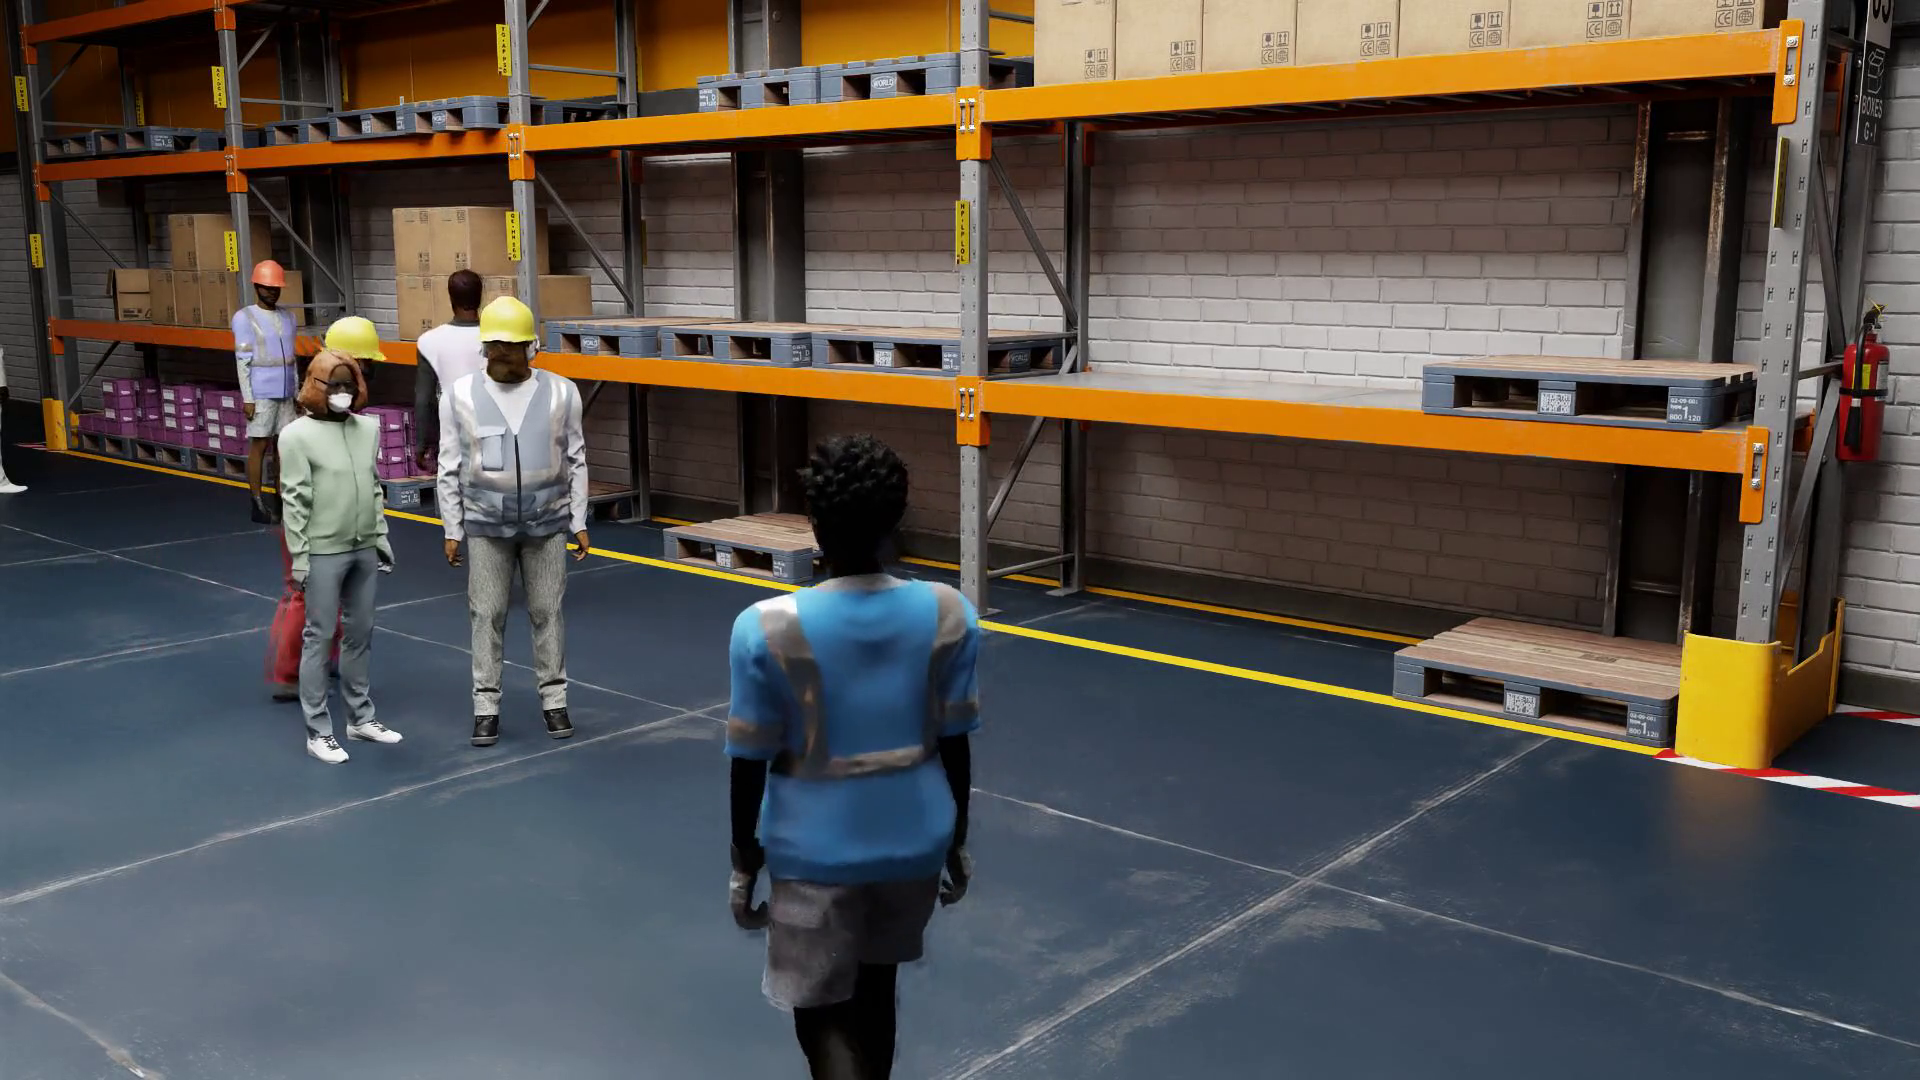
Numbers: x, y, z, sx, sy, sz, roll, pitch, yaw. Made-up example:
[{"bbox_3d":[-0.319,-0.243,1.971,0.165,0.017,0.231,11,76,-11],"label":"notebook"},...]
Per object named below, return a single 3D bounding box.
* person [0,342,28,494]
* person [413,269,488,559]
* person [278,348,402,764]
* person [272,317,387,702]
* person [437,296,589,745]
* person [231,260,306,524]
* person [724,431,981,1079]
[{"bbox_3d":[-8.065,-1.334,13.697,0.586,1.928,0.364,4,11,23],"label":"person"},{"bbox_3d":[-2.816,-0.588,9.529,0.625,1.891,0.766,-6,12,-31],"label":"person"},{"bbox_3d":[-2.461,0.055,6.626,0.273,1.632,0.508,5,11,25],"label":"person"},{"bbox_3d":[-2.804,-0.113,7.326,0.613,1.721,0.530,-4,11,-20],"label":"person"},{"bbox_3d":[-1.816,-0.075,6.806,0.601,1.828,0.404,-3,11,-19],"label":"person"},{"bbox_3d":[-5.075,-1.093,12.305,0.376,1.934,0.548,5,11,25],"label":"person"},{"bbox_3d":[-0.184,0.625,3.282,0.537,1.673,0.758,-5,11,-26],"label":"person"}]
